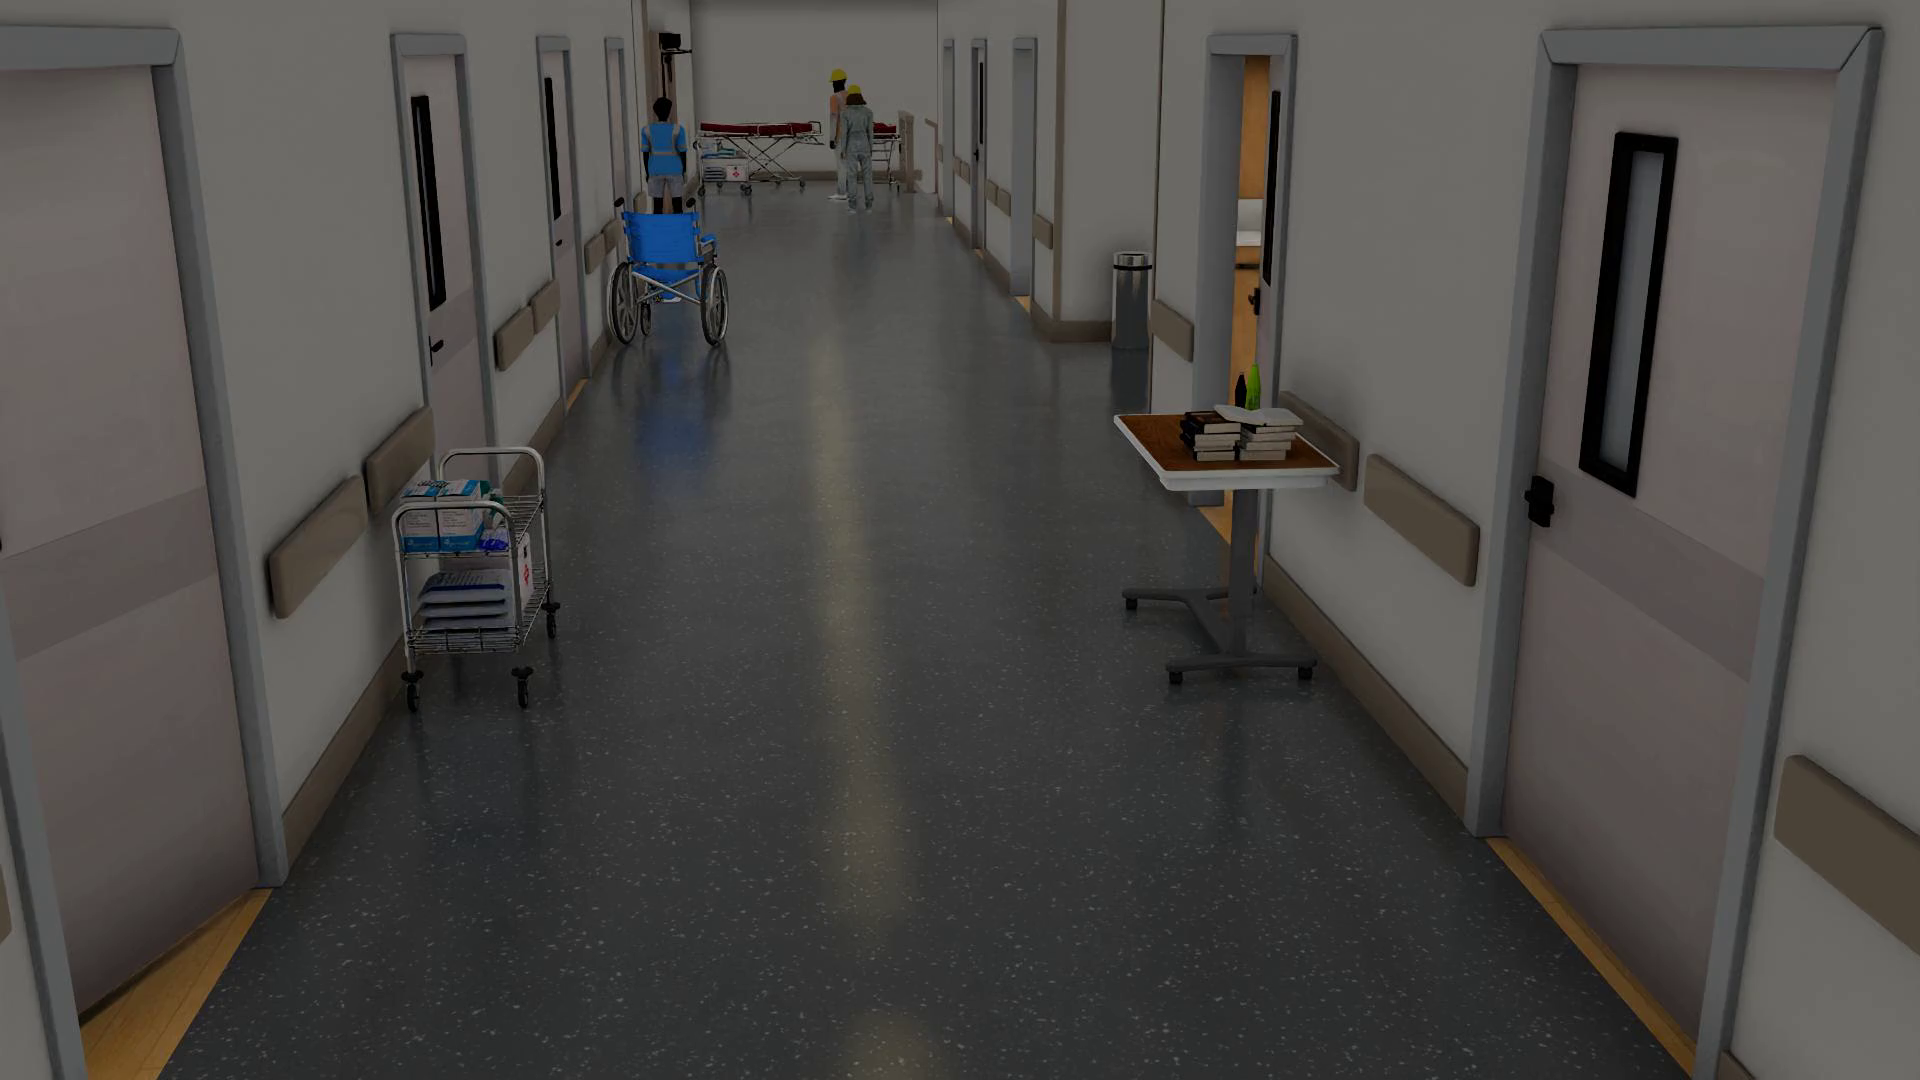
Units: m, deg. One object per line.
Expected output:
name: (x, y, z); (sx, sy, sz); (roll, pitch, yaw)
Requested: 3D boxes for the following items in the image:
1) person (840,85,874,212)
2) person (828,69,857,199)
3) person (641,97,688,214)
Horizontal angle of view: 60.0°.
person: (-1.443, -5.465, 23.239); (0.483, 1.735, 0.318); (-6, 18, -18)
person: (-1.783, -6.110, 25.085); (0.398, 1.920, 0.586); (10, 19, 30)
person: (-3.393, -4.229, 19.171); (0.535, 1.697, 0.322); (1, 17, 2)
